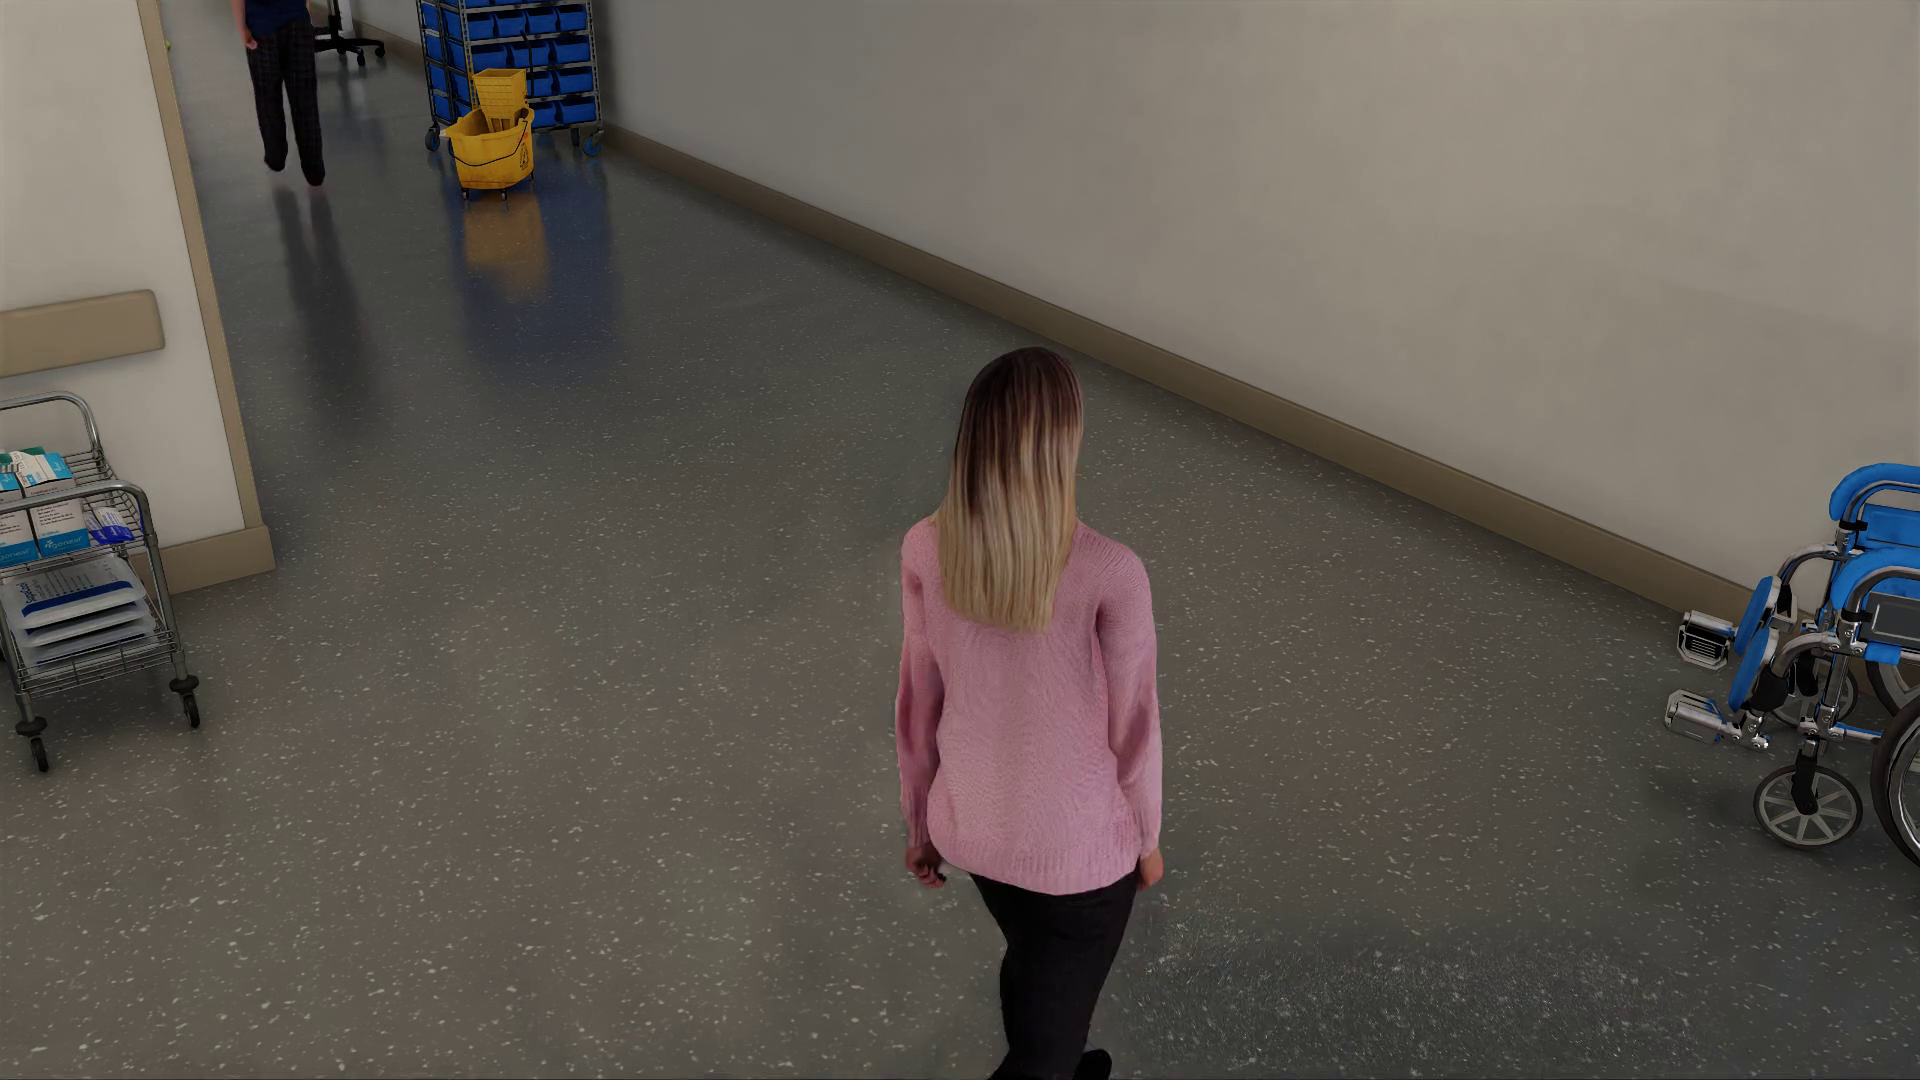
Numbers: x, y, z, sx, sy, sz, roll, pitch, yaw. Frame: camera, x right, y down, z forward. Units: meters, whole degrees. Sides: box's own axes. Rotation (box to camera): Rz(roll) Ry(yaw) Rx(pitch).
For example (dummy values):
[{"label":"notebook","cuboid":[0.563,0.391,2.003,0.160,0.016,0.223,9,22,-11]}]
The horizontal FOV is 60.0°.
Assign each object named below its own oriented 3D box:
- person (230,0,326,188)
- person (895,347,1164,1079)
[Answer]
[{"label":"person","cuboid":[-4.018,-3.009,9.860,0.938,1.838,0.792,-13,29,-25]},{"label":"person","cuboid":[0.073,0.532,2.719,0.840,1.662,1.143,17,31,32]}]
